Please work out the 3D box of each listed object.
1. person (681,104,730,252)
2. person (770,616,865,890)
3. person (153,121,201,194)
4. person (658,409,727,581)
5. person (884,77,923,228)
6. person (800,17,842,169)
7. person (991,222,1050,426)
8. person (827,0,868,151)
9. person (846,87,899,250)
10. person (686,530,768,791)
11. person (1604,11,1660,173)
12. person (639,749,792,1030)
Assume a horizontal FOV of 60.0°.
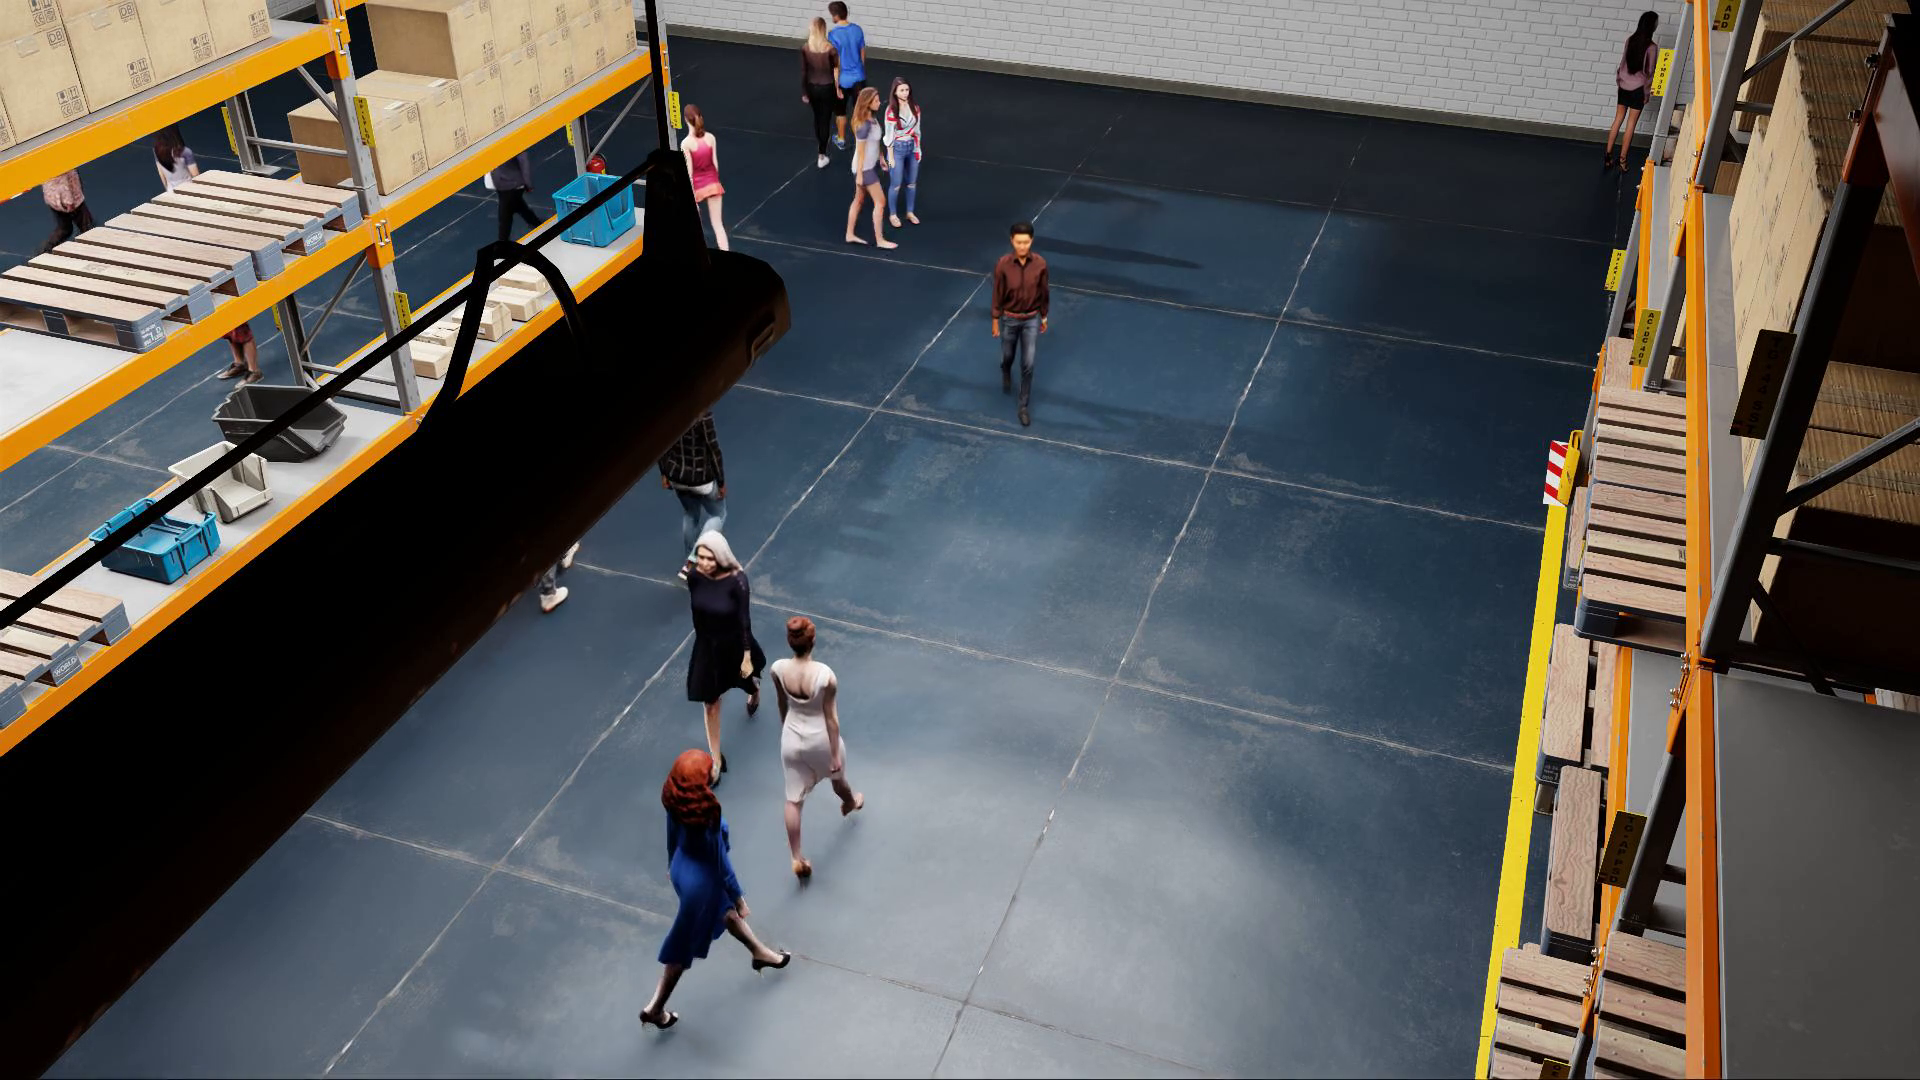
[{"bbox_3d":[-2.517,-3.441,16.565,1.113,1.713,1.136,-17,37,-23],"label":"person"},{"bbox_3d":[-0.911,1.248,9.467,0.584,1.761,0.987,12,36,18],"label":"person"},{"bbox_3d":[-7.705,-3.422,16.543,0.614,1.705,0.542,8,34,11],"label":"person"},{"bbox_3d":[-1.955,-0.407,11.917,0.669,1.805,0.816,11,35,16],"label":"person"},{"bbox_3d":[-0.606,-4.137,17.704,0.637,1.612,0.720,-19,38,-26],"label":"person"},{"bbox_3d":[-1.603,-5.111,19.109,0.648,1.677,0.943,8,35,12],"label":"person"},{"bbox_3d":[0.498,-1.912,14.222,0.951,1.760,1.159,-3,34,-5],"label":"person"},{"bbox_3d":[-1.222,-5.219,19.152,1.128,1.810,1.244,-12,35,-17],"label":"person"},{"bbox_3d":[-1.062,-3.829,17.158,0.787,1.703,0.821,1,34,2],"label":"person"},{"bbox_3d":[-1.433,0.660,10.401,0.648,1.706,1.147,7,34,11],"label":"person"},{"bbox_3d":[7.682,-5.121,19.003,0.738,1.811,0.700,-18,38,-25],"label":"person"},{"bbox_3d":[-1.408,1.867,8.537,1.223,1.760,1.057,-21,39,-29],"label":"person"}]
